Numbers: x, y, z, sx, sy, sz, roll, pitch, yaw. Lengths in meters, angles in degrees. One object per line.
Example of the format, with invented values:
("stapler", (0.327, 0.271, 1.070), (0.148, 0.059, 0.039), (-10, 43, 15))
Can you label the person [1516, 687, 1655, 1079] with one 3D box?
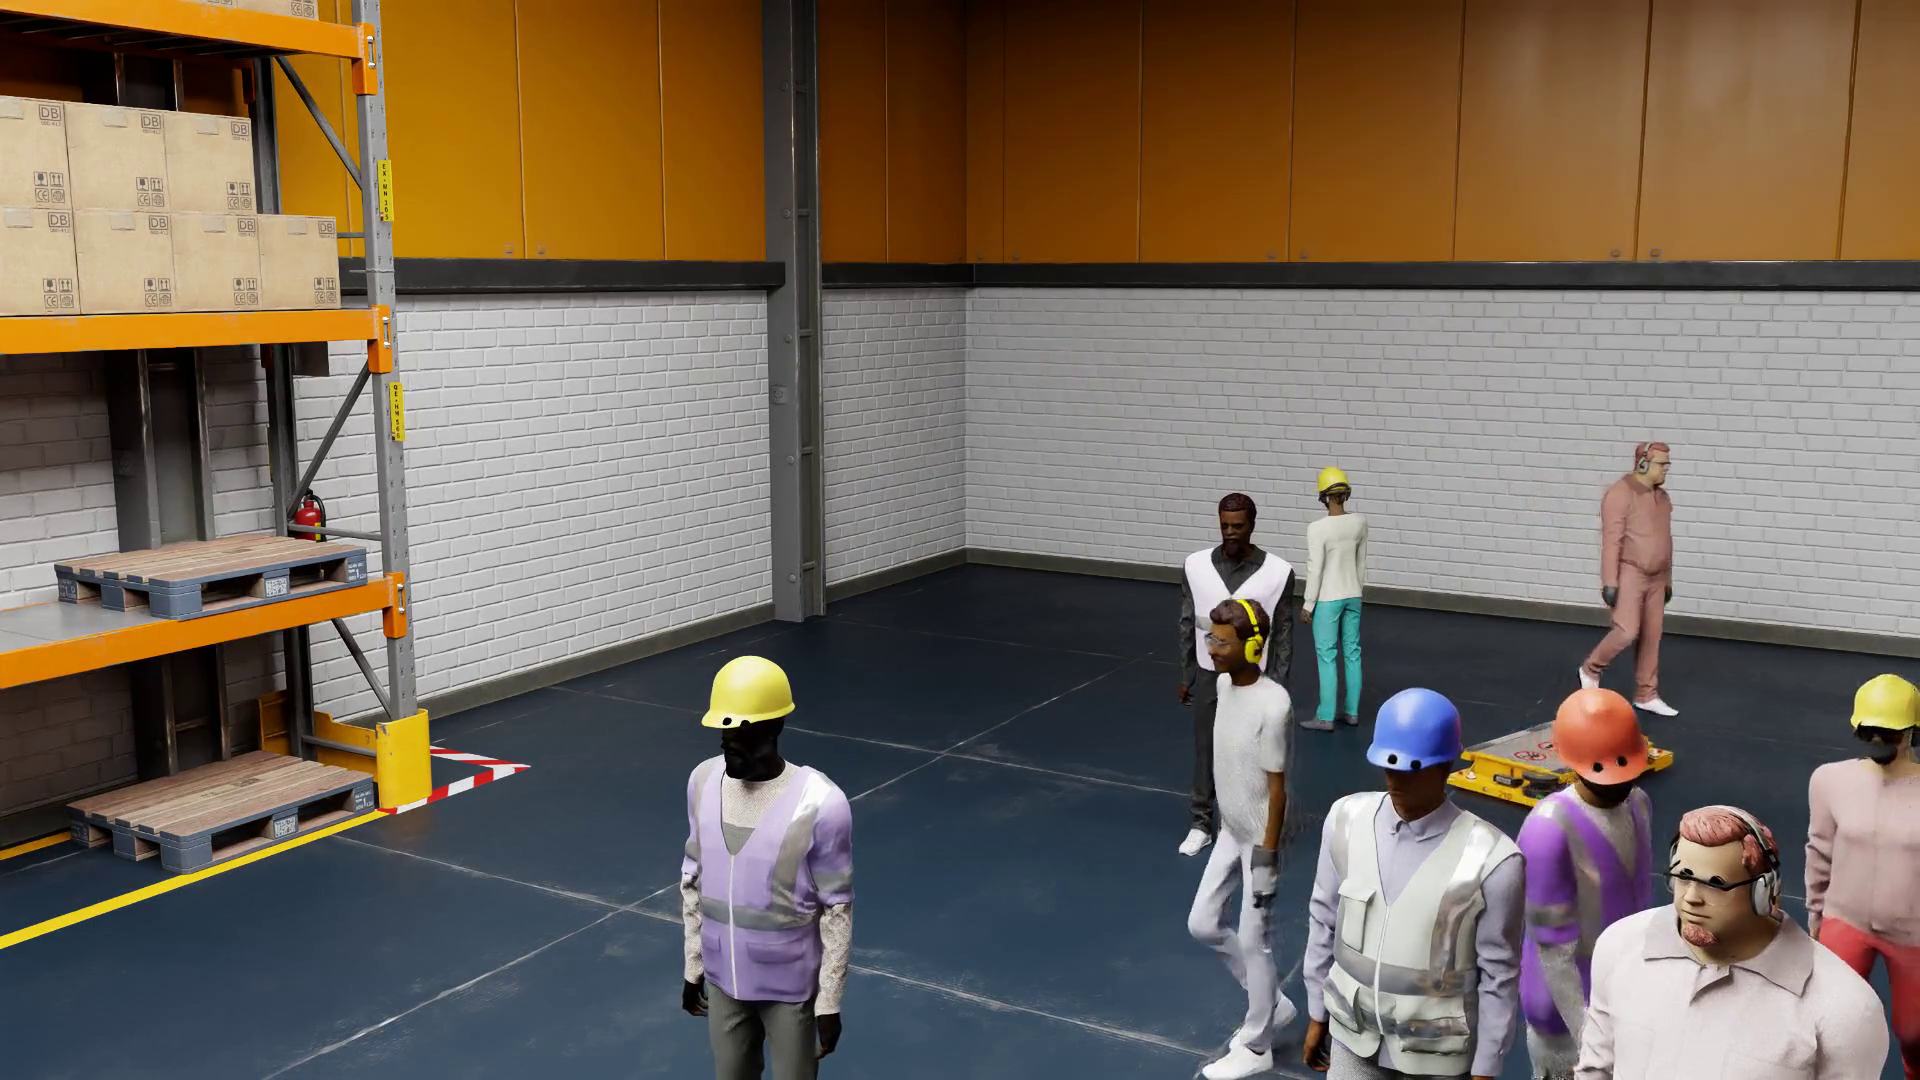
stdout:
("person", (1.821, 1.329, 4.770), (0.598, 1.902, 0.387), (-7, 12, -38))

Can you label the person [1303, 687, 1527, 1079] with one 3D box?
("person", (1.207, 1.344, 4.522), (0.605, 1.948, 0.384), (8, 12, 41))

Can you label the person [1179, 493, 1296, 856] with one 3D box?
("person", (1.425, 0.701, 8.628), (0.590, 1.920, 0.398), (3, 10, 20))

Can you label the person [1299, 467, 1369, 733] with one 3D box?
("person", (2.469, 0.395, 11.029), (0.523, 1.763, 0.329), (-6, 11, -31))

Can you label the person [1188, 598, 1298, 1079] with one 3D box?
("person", (1.058, 1.119, 6.221), (0.368, 1.853, 0.558), (-3, 10, -20))

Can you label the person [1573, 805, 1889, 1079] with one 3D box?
("person", (1.639, 1.507, 3.675), (0.403, 1.900, 0.647), (-8, 12, -41))

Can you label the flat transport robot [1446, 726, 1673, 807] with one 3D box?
("flat transport robot", (3.597, 1.312, 9.937), (1.431, 0.197, 0.652), (-8, 12, -39))

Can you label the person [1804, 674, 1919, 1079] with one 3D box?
("person", (3.128, 1.277, 5.603), (0.524, 1.734, 0.820), (8, 12, 40))

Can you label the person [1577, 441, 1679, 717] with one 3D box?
("person", (4.654, 0.262, 11.438), (0.700, 1.893, 0.583), (-6, 11, -32))

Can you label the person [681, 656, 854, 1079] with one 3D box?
("person", (-0.593, 1.285, 4.953), (0.585, 1.928, 0.369), (5, 10, 28))
